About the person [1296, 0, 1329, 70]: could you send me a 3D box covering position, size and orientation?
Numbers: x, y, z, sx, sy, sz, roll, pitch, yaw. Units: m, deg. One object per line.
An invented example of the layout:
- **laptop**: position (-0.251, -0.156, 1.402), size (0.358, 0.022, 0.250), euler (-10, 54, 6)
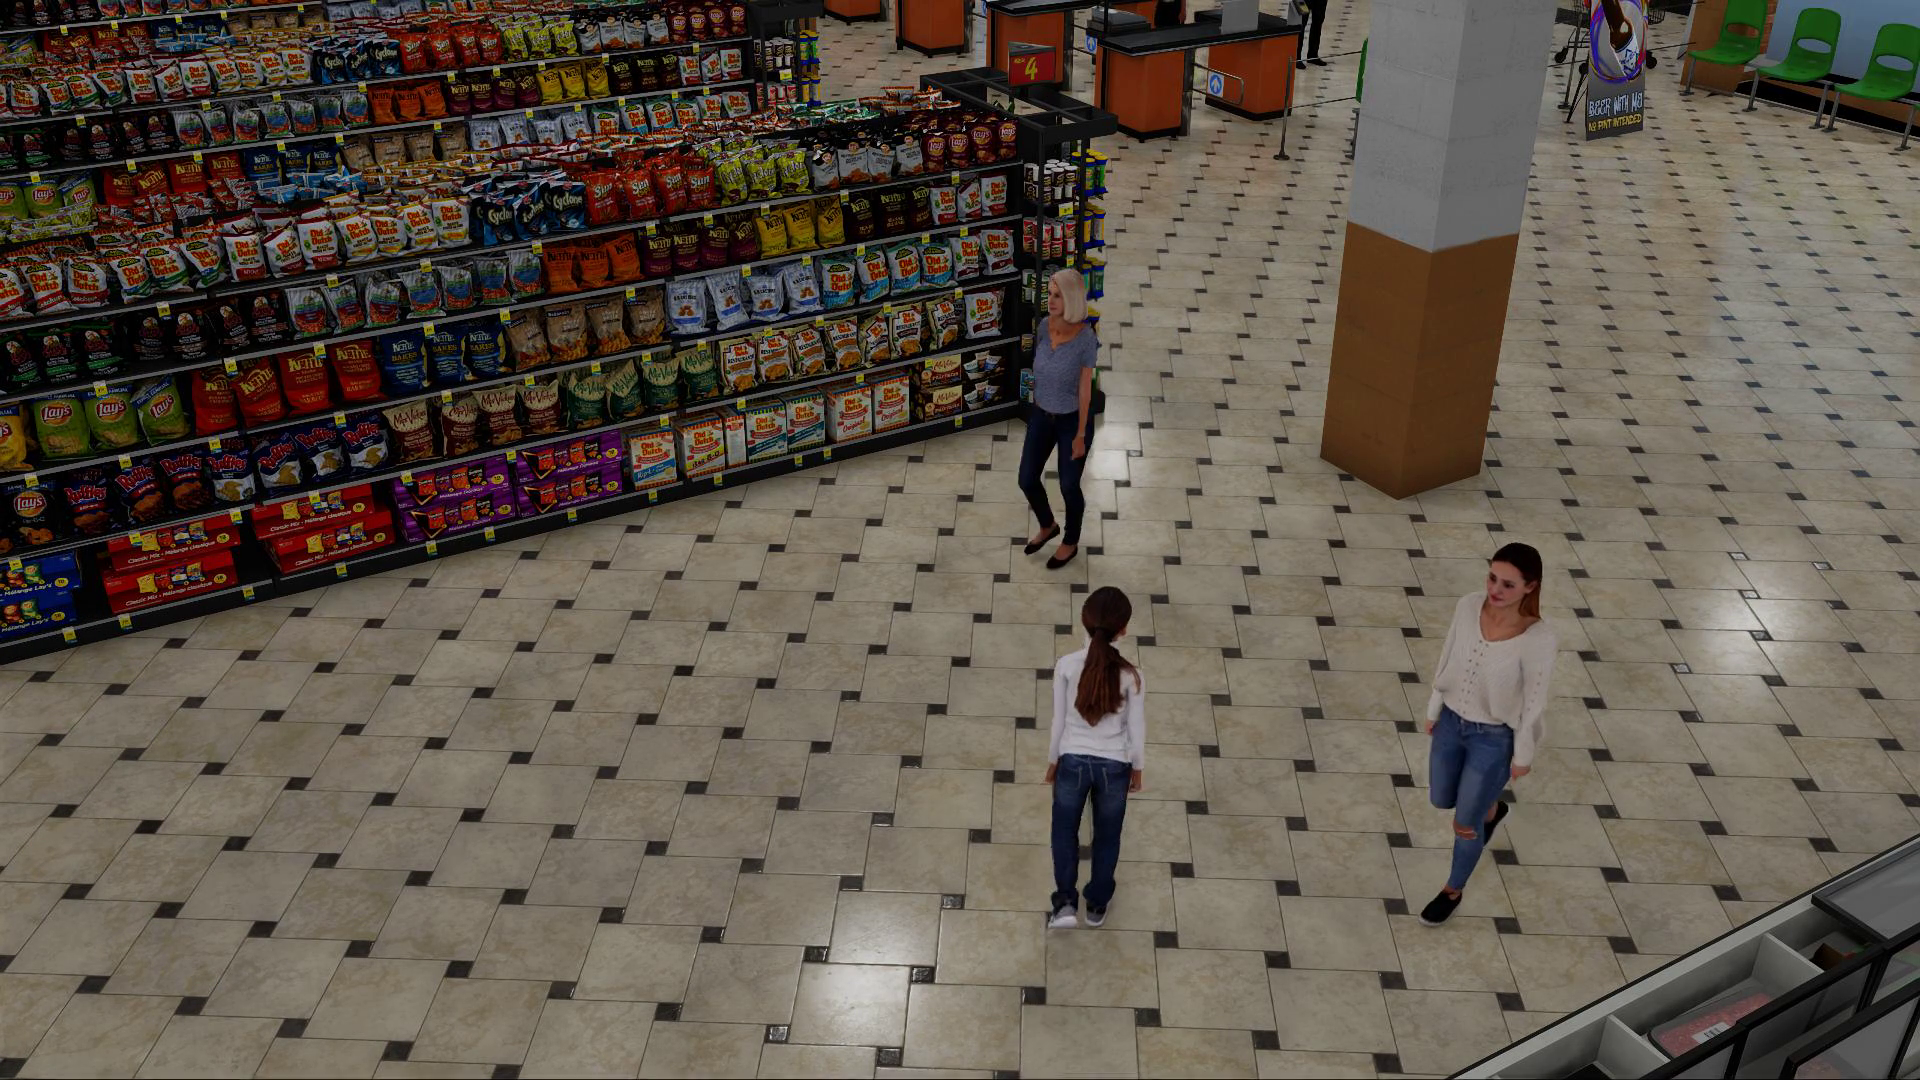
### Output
- **person**: position (4.197, -6.570, 19.714), size (0.527, 1.842, 0.766), euler (-17, 33, -28)

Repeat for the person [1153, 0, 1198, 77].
- **person**: position (2.419, -5.948, 18.685), size (1.047, 1.737, 0.739), euler (-25, 37, -37)

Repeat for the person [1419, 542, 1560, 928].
- **person**: position (2.073, 0.732, 6.511), size (0.880, 1.678, 0.685), euler (-21, 35, -33)

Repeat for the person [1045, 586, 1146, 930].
- **person**: position (0.495, 0.903, 6.339), size (0.789, 1.543, 0.834), euler (5, 29, 10)

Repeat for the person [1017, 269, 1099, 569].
- **person**: position (0.609, -0.663, 9.031), size (0.649, 1.712, 0.652), euler (23, 36, 35)
